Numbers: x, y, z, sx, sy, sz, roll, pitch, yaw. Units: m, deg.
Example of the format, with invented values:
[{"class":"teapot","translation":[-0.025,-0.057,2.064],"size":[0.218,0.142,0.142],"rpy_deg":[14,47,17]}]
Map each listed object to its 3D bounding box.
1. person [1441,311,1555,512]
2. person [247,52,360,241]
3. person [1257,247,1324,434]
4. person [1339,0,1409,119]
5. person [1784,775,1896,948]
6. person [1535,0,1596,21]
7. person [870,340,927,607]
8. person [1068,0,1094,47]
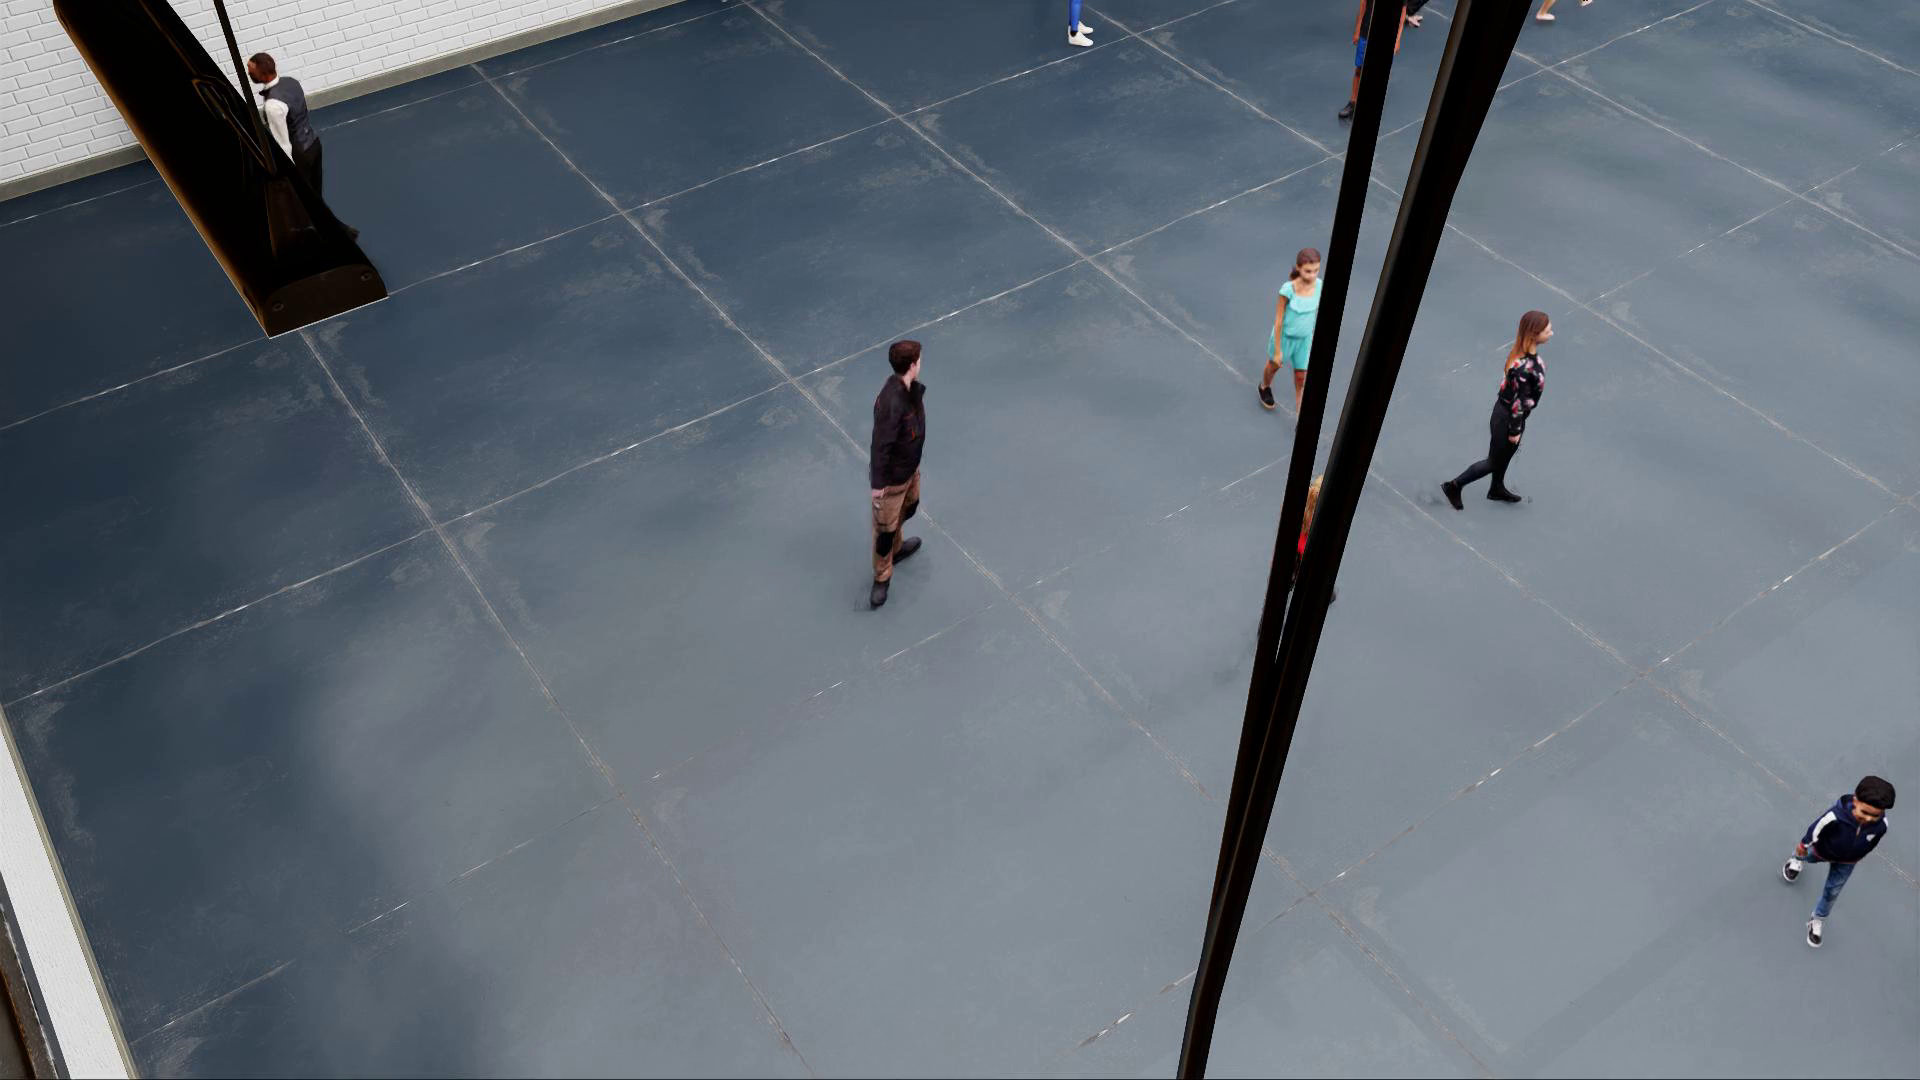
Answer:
[{"class":"person","translation":[3.824,-0.894,11.682],"size":[0.874,1.691,0.856],"rpy_deg":[15,46,15]},{"class":"person","translation":[-5.476,-3.209,13.960],"size":[1.076,1.902,1.015],"rpy_deg":[6,44,7]},{"class":"person","translation":[2.461,-1.556,12.506],"size":[1.052,1.514,0.884],"rpy_deg":[-9,44,-9]},{"class":"person","translation":[3.959,-4.795,15.700],"size":[0.689,1.796,0.676],"rpy_deg":[23,48,23]},{"class":"person","translation":[4.928,1.679,9.342],"size":[0.831,1.192,0.944],"rpy_deg":[13,45,13]},{"class":"person","translation":[6.377,-6.144,17.285],"size":[1.141,1.563,0.824],"rpy_deg":[-11,45,-11]},{"class":"person","translation":[-0.477,-0.429,11.048],"size":[0.978,1.892,0.867],"rpy_deg":[20,47,20]},{"class":"person","translation":[1.235,-5.938,16.920],"size":[0.762,1.769,0.725],"rpy_deg":[3,44,4]}]
